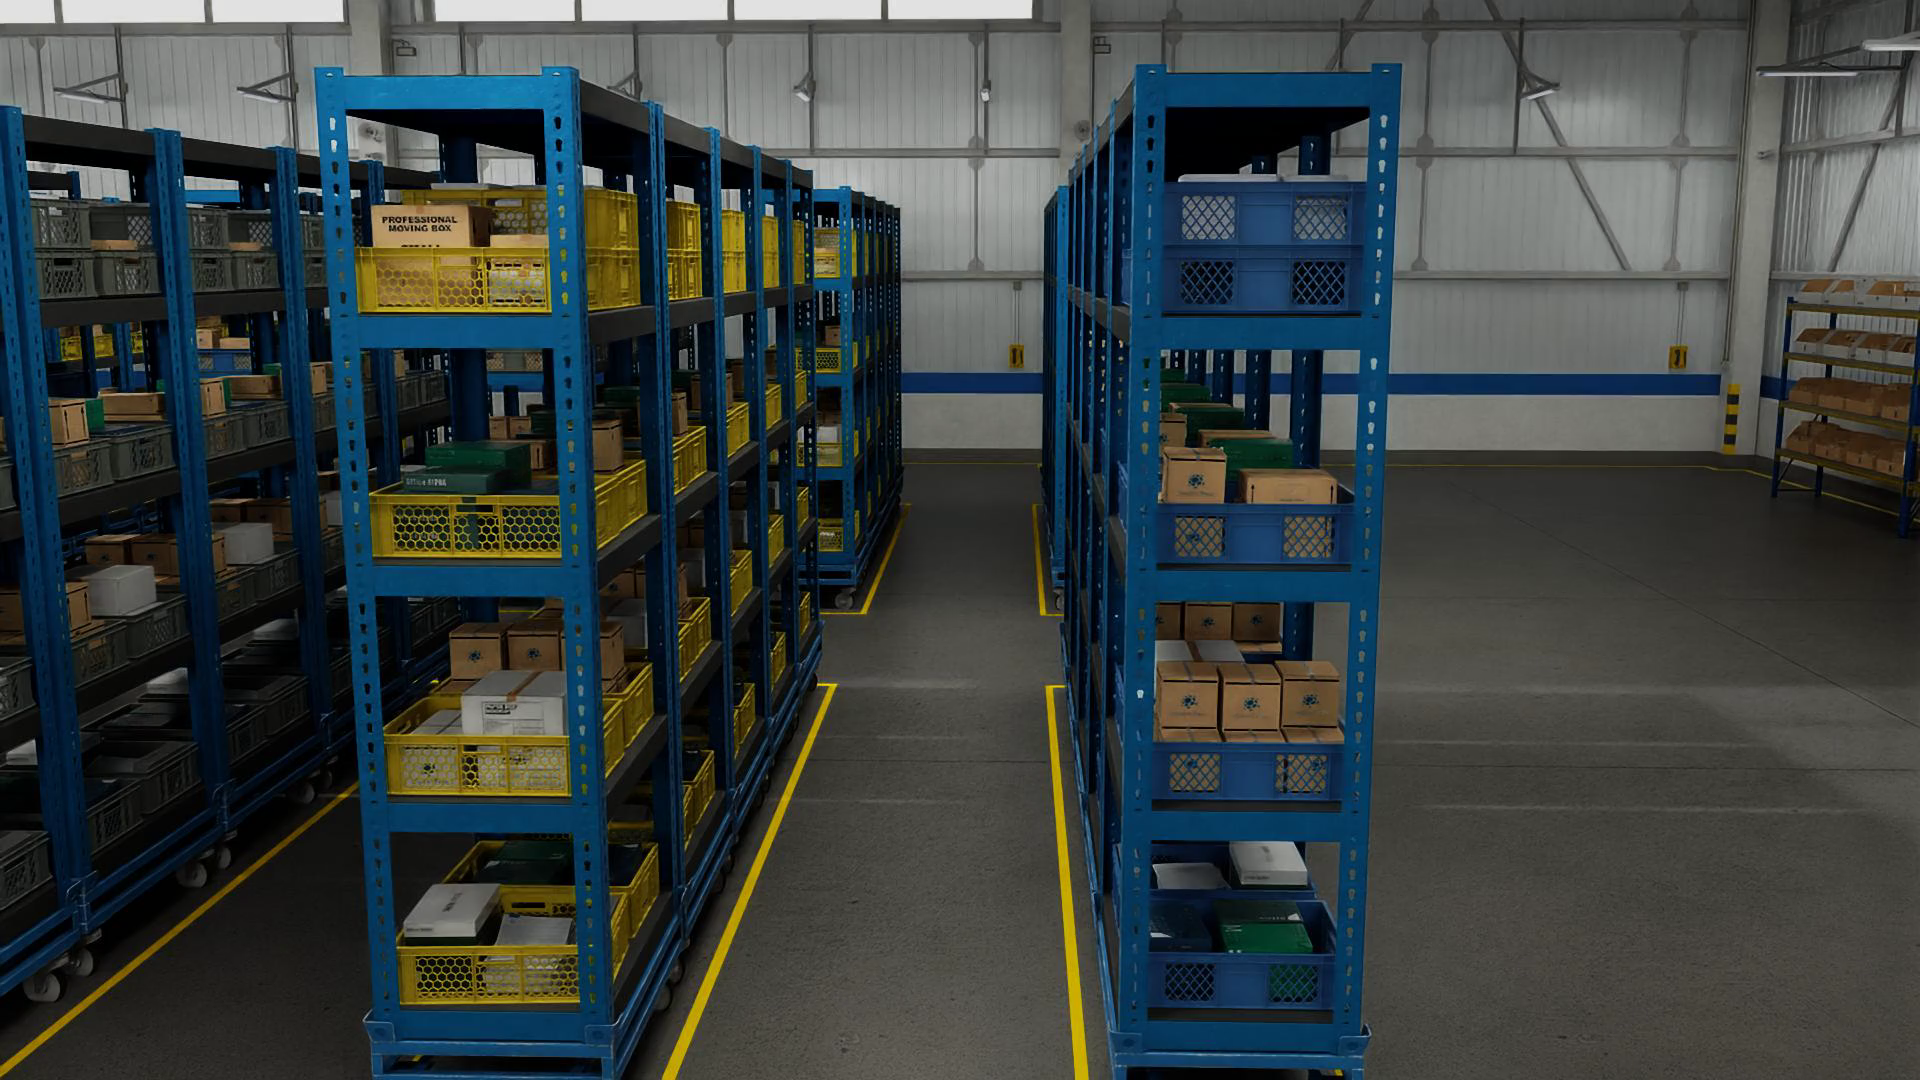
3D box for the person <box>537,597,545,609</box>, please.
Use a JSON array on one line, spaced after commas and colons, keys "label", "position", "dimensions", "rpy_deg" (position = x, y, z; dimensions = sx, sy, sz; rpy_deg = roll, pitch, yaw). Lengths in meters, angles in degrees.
[{"label": "person", "position": [-2.841, 0.162, 11.495], "dimensions": [0.396, 1.847, 0.565], "rpy_deg": [-1, 10, -3]}]
